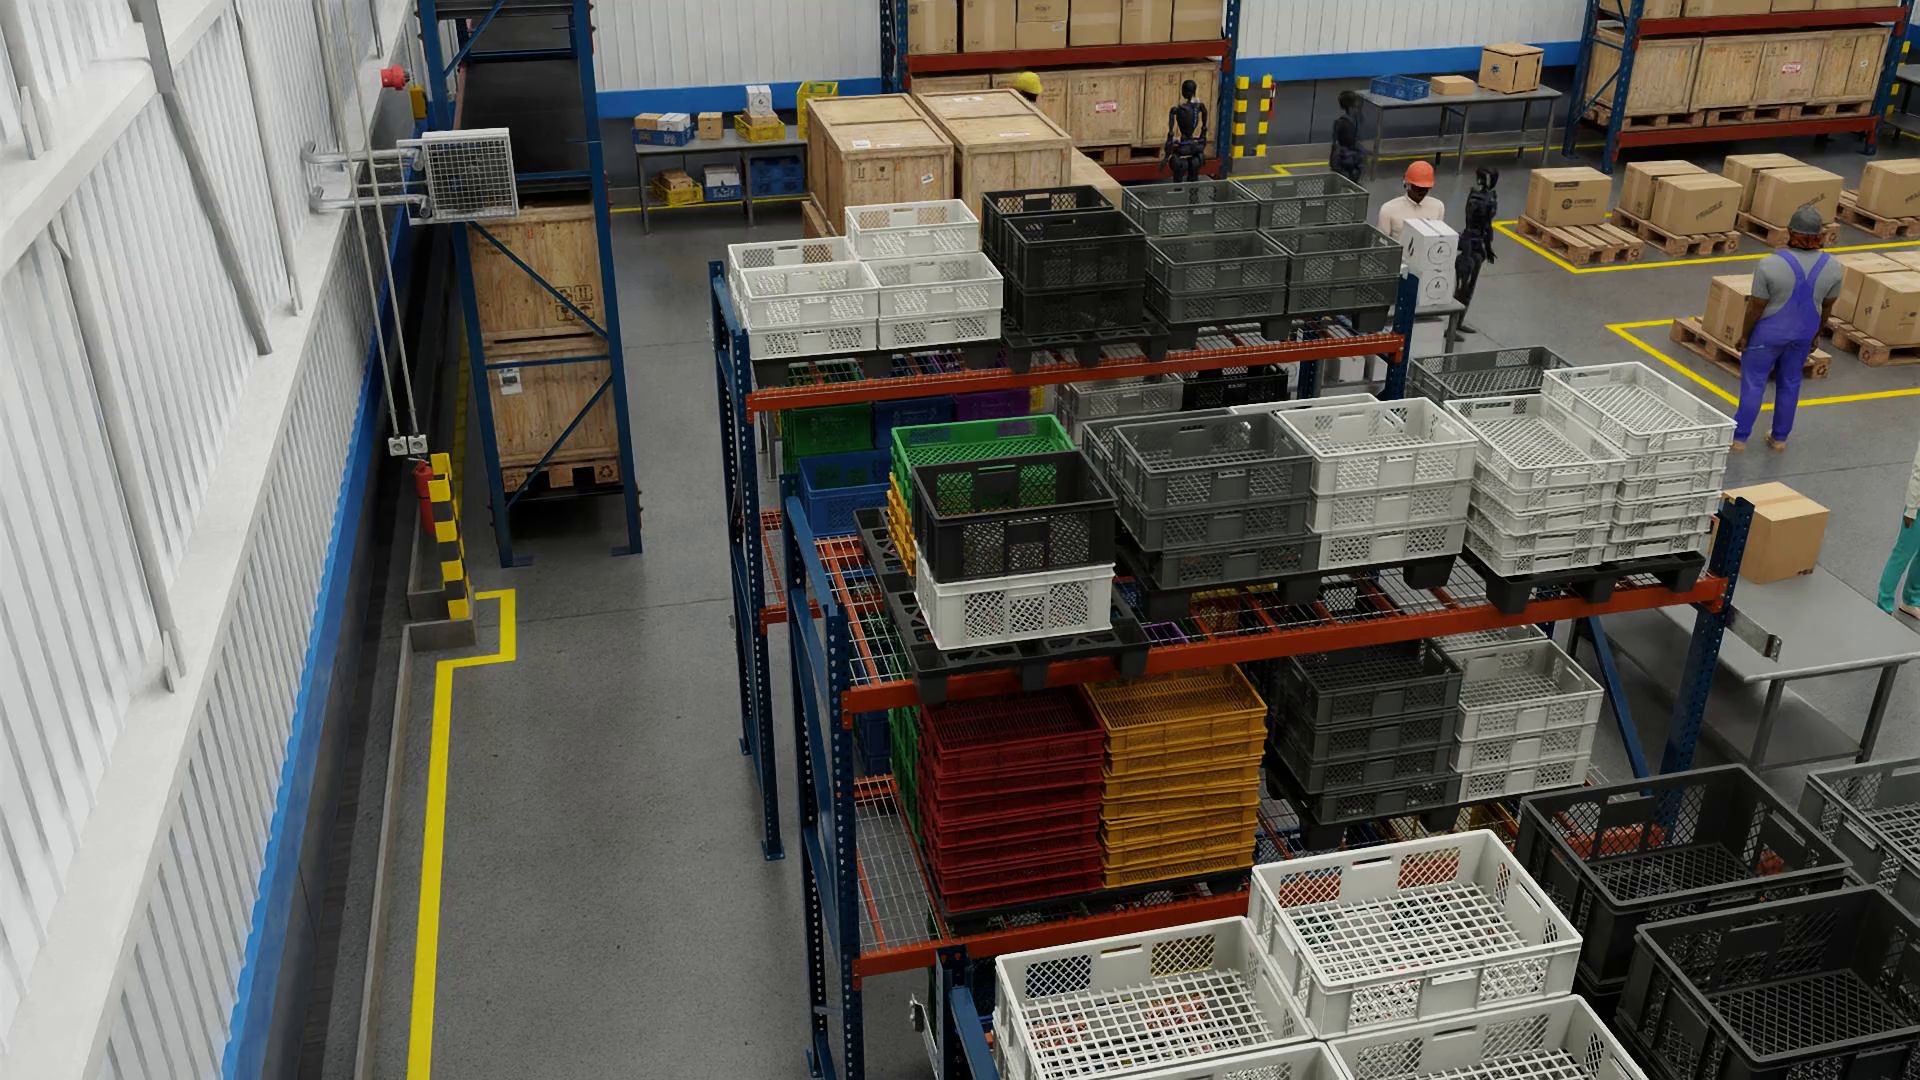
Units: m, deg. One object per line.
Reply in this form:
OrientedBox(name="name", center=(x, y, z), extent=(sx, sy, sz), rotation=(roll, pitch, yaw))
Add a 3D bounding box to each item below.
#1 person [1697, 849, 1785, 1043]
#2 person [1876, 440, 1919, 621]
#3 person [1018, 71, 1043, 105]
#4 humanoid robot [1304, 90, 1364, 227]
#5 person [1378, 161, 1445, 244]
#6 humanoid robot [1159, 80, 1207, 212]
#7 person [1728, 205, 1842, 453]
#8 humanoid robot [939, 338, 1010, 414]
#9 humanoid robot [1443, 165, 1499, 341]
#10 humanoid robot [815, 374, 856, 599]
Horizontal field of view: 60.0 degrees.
OrientedBox(name="person", center=(3.070, 2.004, 6.553), extent=(0.915, 1.837, 0.582), rotation=(-20, 34, -33))
OrientedBox(name="person", center=(6.386, -0.223, 10.863), extent=(0.526, 1.768, 0.312), rotation=(-9, 29, -16))
OrientedBox(name="person", center=(0.770, -4.269, 18.441), extent=(0.906, 1.864, 0.589), rotation=(-3, 28, -5))
OrientedBox(name="humanoid robot", center=(4.238, -4.157, 18.451), extent=(0.602, 1.625, 0.728), rotation=(-23, 35, -36))
OrientedBox(name="person", center=(3.951, -2.380, 14.728), extent=(0.615, 1.986, 0.405), rotation=(-5, 28, -9))
OrientedBox(name="humanoid robot", center=(2.547, -4.357, 18.789), extent=(0.612, 1.656, 0.316), rotation=(-16, 32, -28))
OrientedBox(name="person", center=(6.569, -1.693, 13.360), extent=(0.688, 2.000, 0.537), rotation=(0, 28, -1))
OrientedBox(name="humanoid robot", center=(0.110, -1.083, 12.574), extent=(0.596, 1.657, 0.325), rotation=(4, 28, 8))
OrientedBox(name="humanoid robot", center=(4.852, -2.718, 15.688), extent=(0.317, 1.652, 0.609), rotation=(22, 35, 35))
OrientedBox(name="humanoid robot", center=(-0.830, -0.341, 11.181), extent=(0.341, 1.653, 0.570), rotation=(2, 28, 4))
